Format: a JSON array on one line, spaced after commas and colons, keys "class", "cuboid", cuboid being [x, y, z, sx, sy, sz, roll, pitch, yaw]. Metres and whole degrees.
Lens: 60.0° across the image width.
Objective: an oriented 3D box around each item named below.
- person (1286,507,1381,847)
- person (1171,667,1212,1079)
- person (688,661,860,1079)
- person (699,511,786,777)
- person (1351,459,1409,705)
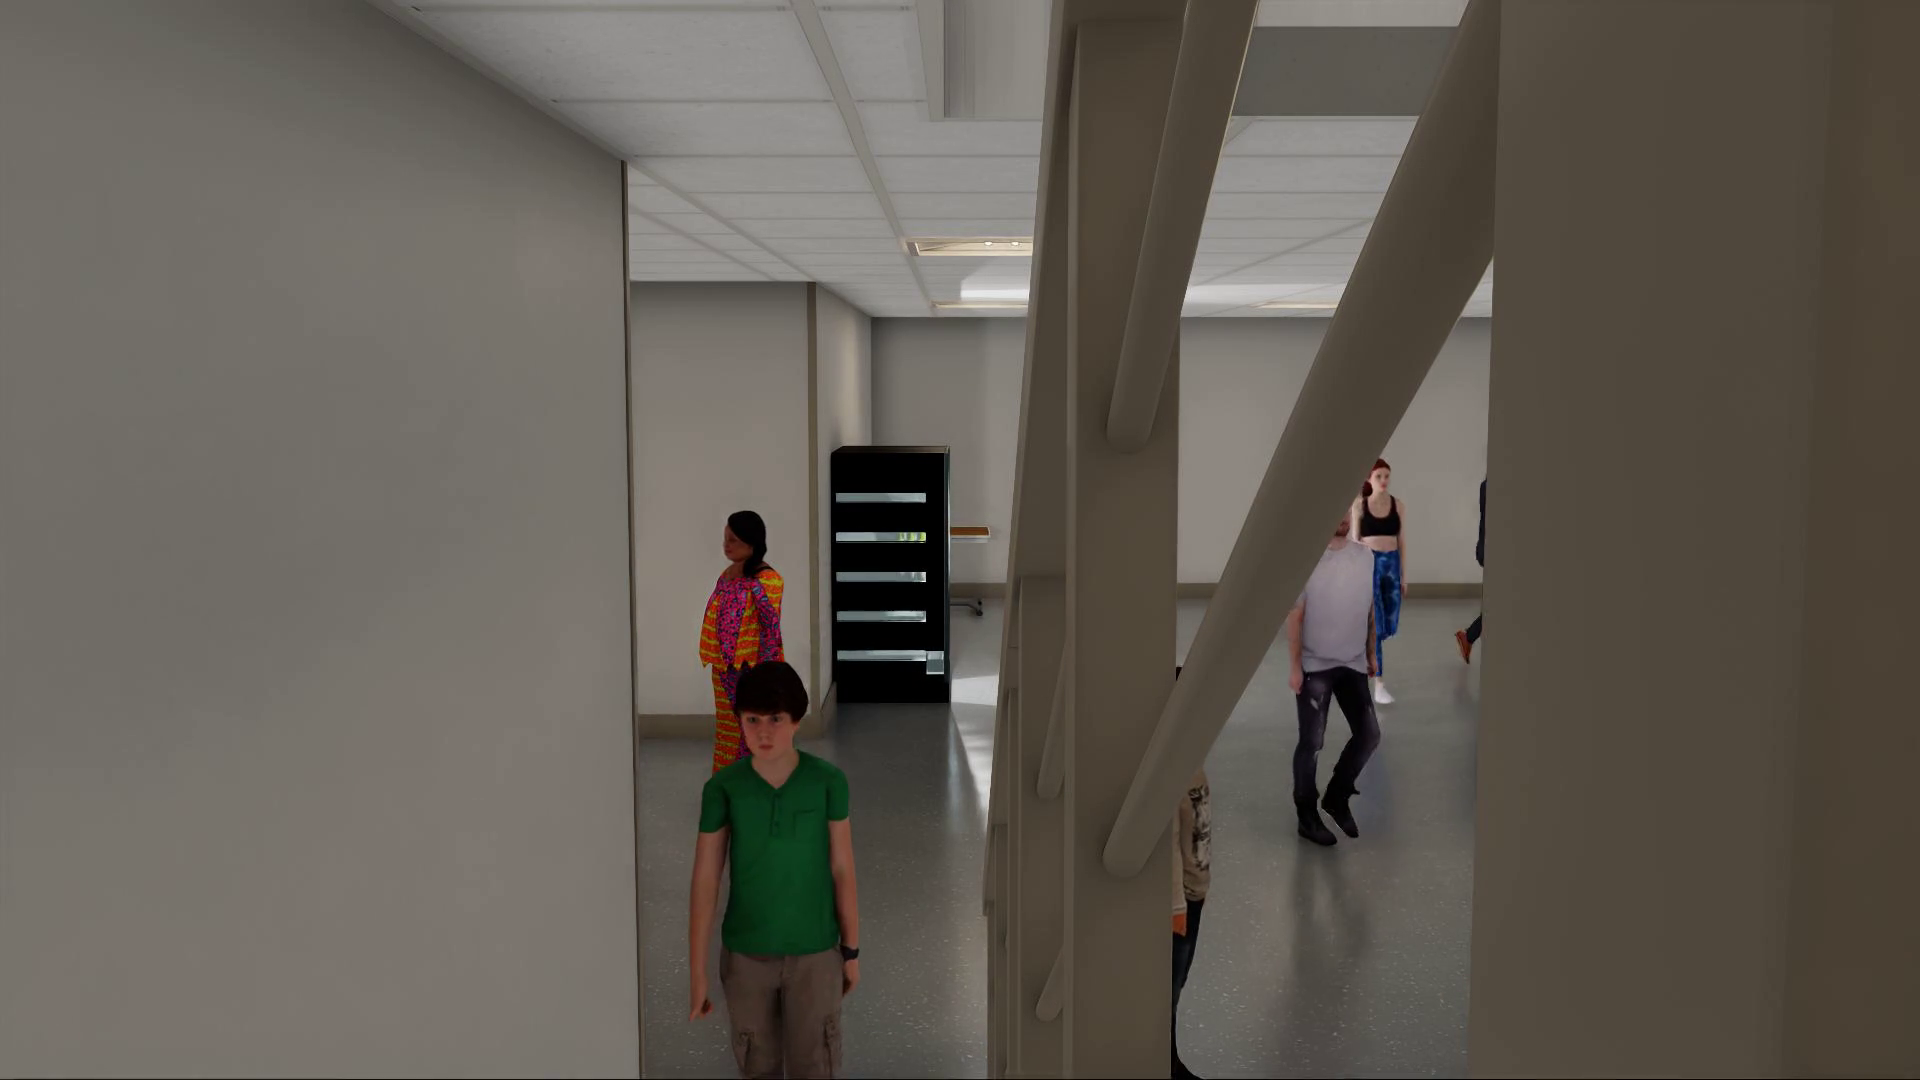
[{"class": "person", "cuboid": [1.876, 0.636, 8.592, 0.785, 1.821, 0.758, -2, 6, -16]}, {"class": "person", "cuboid": [0.684, 1.136, 5.398, 0.678, 1.465, 0.551, 2, 6, 20]}, {"class": "person", "cuboid": [-0.497, 1.134, 4.611, 0.620, 1.625, 0.878, 0, 6, -3]}, {"class": "person", "cuboid": [-1.165, 0.652, 9.016, 0.840, 1.689, 0.773, -5, 7, -40]}, {"class": "person", "cuboid": [3.045, 0.299, 12.204, 0.626, 1.768, 0.973, -1, 6, -5]}]
